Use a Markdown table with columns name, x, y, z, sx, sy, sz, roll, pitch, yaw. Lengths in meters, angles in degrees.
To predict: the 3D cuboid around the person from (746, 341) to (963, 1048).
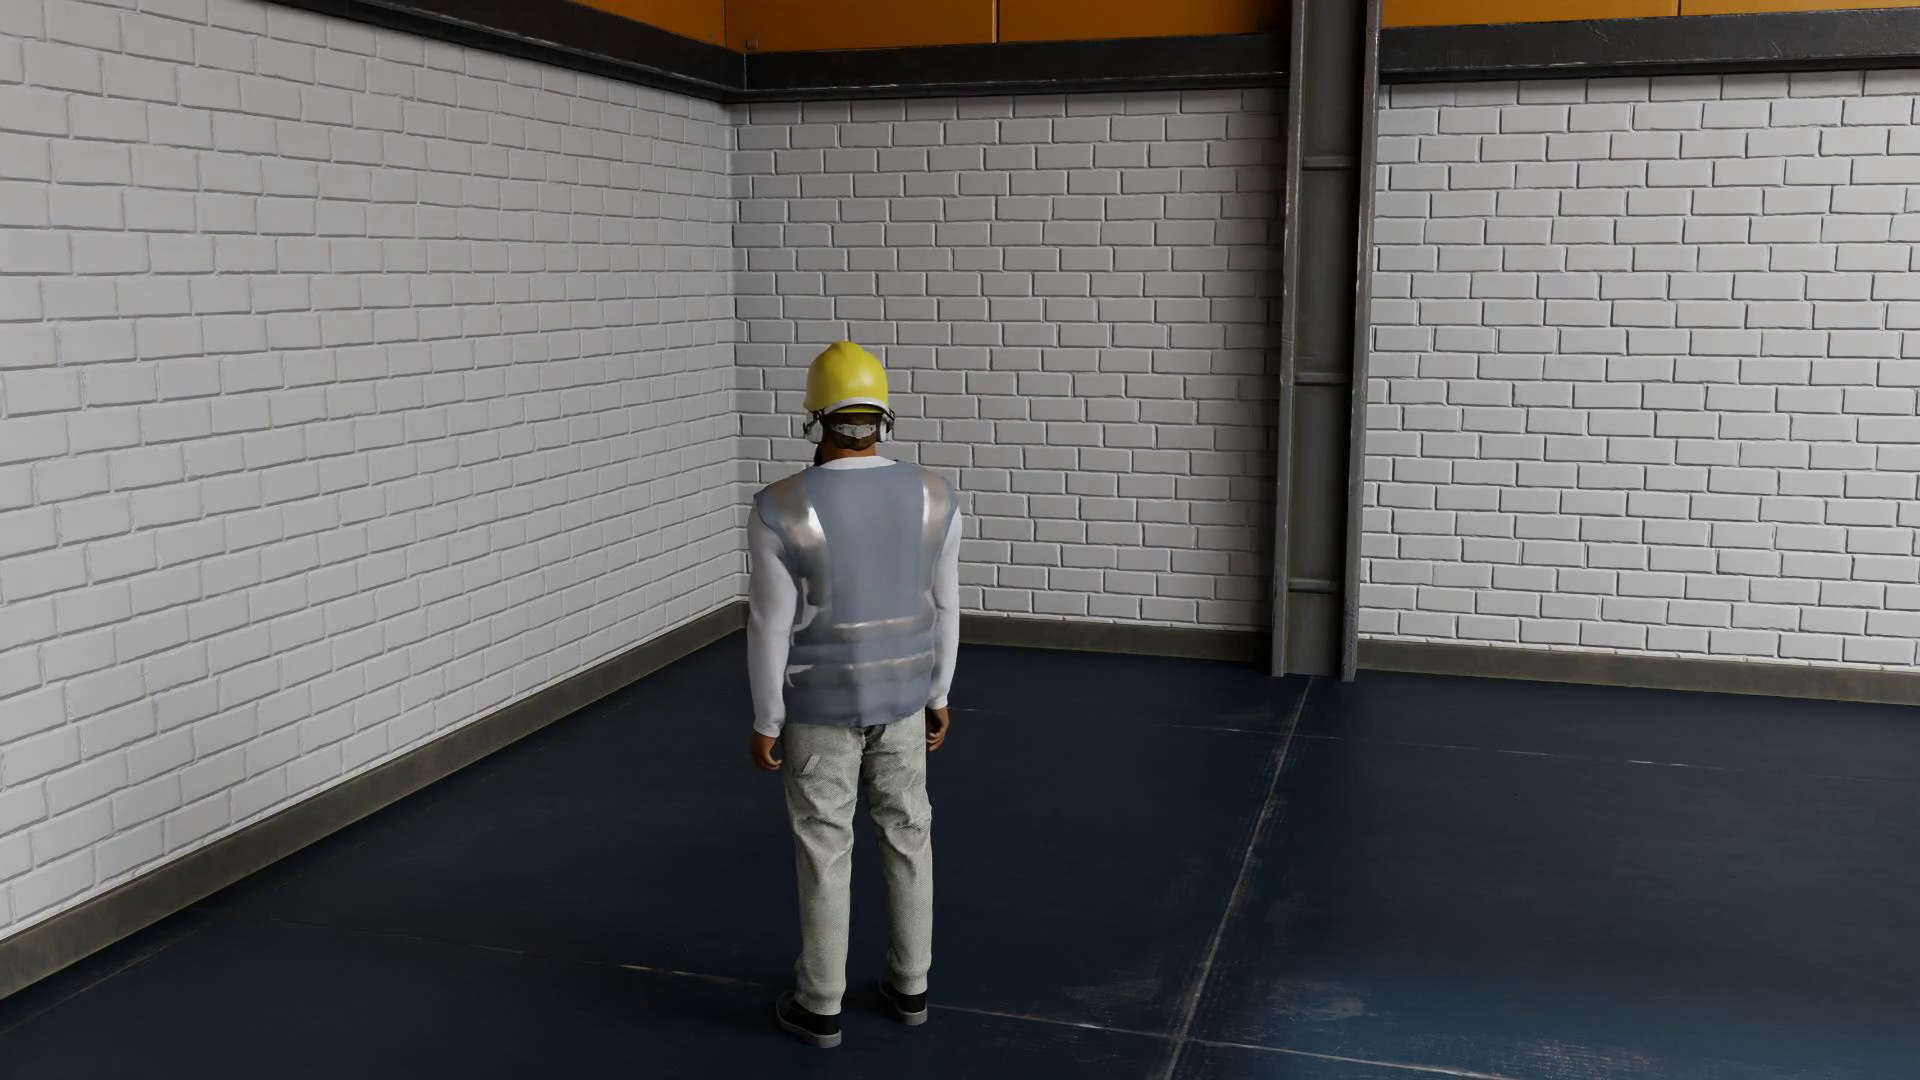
| name | x | y | z | sx | sy | sz | roll | pitch | yaw |
| --- | --- | --- | --- | --- | --- | --- | --- | --- | --- |
| person | -0.284 | 0.404 | 4.345 | 0.590 | 1.833 | 0.404 | -5 | 10 | -27 |
